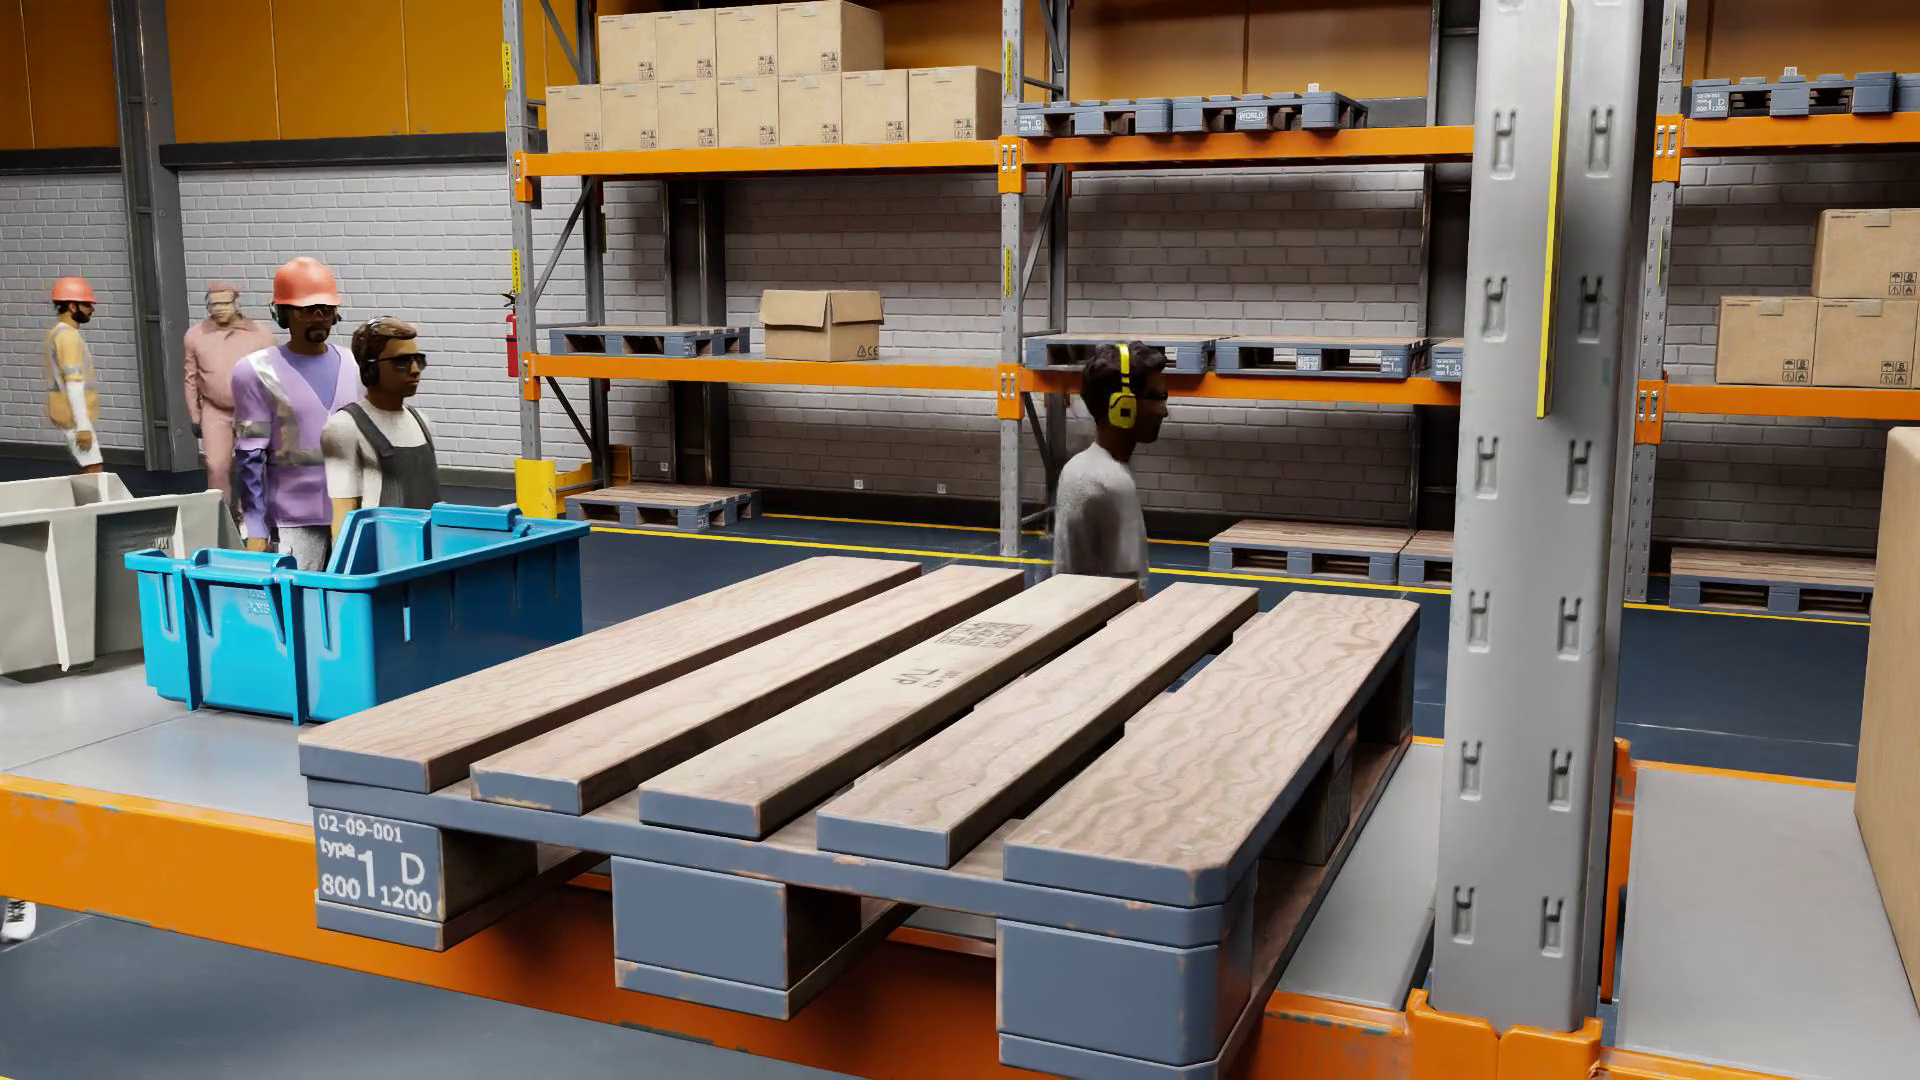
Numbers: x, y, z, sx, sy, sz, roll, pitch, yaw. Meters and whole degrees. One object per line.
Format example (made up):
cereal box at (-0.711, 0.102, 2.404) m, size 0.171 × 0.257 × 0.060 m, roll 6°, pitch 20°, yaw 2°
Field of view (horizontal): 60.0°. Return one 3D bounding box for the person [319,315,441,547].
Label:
person at (-1.919, 0.168, 5.648) m, size 0.343 × 1.847 × 0.506 m, roll 3°, pitch 10°, yaw 16°

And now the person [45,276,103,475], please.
person at (-6.081, -0.846, 11.470) m, size 0.429 × 1.933 × 0.571 m, roll -6°, pitch 11°, yaw -31°

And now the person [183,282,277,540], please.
person at (-5.222, -0.897, 11.943) m, size 0.634 × 1.873 × 0.741 m, roll -4°, pitch 10°, yaw -20°

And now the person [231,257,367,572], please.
person at (-2.574, -0.106, 6.701) m, size 0.382 × 2.041 × 0.616 m, roll 8°, pitch 12°, yaw 39°

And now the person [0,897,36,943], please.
person at (-2.994, 0.405, 4.897) m, size 0.503 × 1.625 × 0.281 m, roll -2°, pitch 10°, yaw -13°

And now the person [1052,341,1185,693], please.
person at (0.412, 0.366, 4.573) m, size 1.023 × 1.816 × 0.503 m, roll 0°, pitch 9°, yaw 0°
